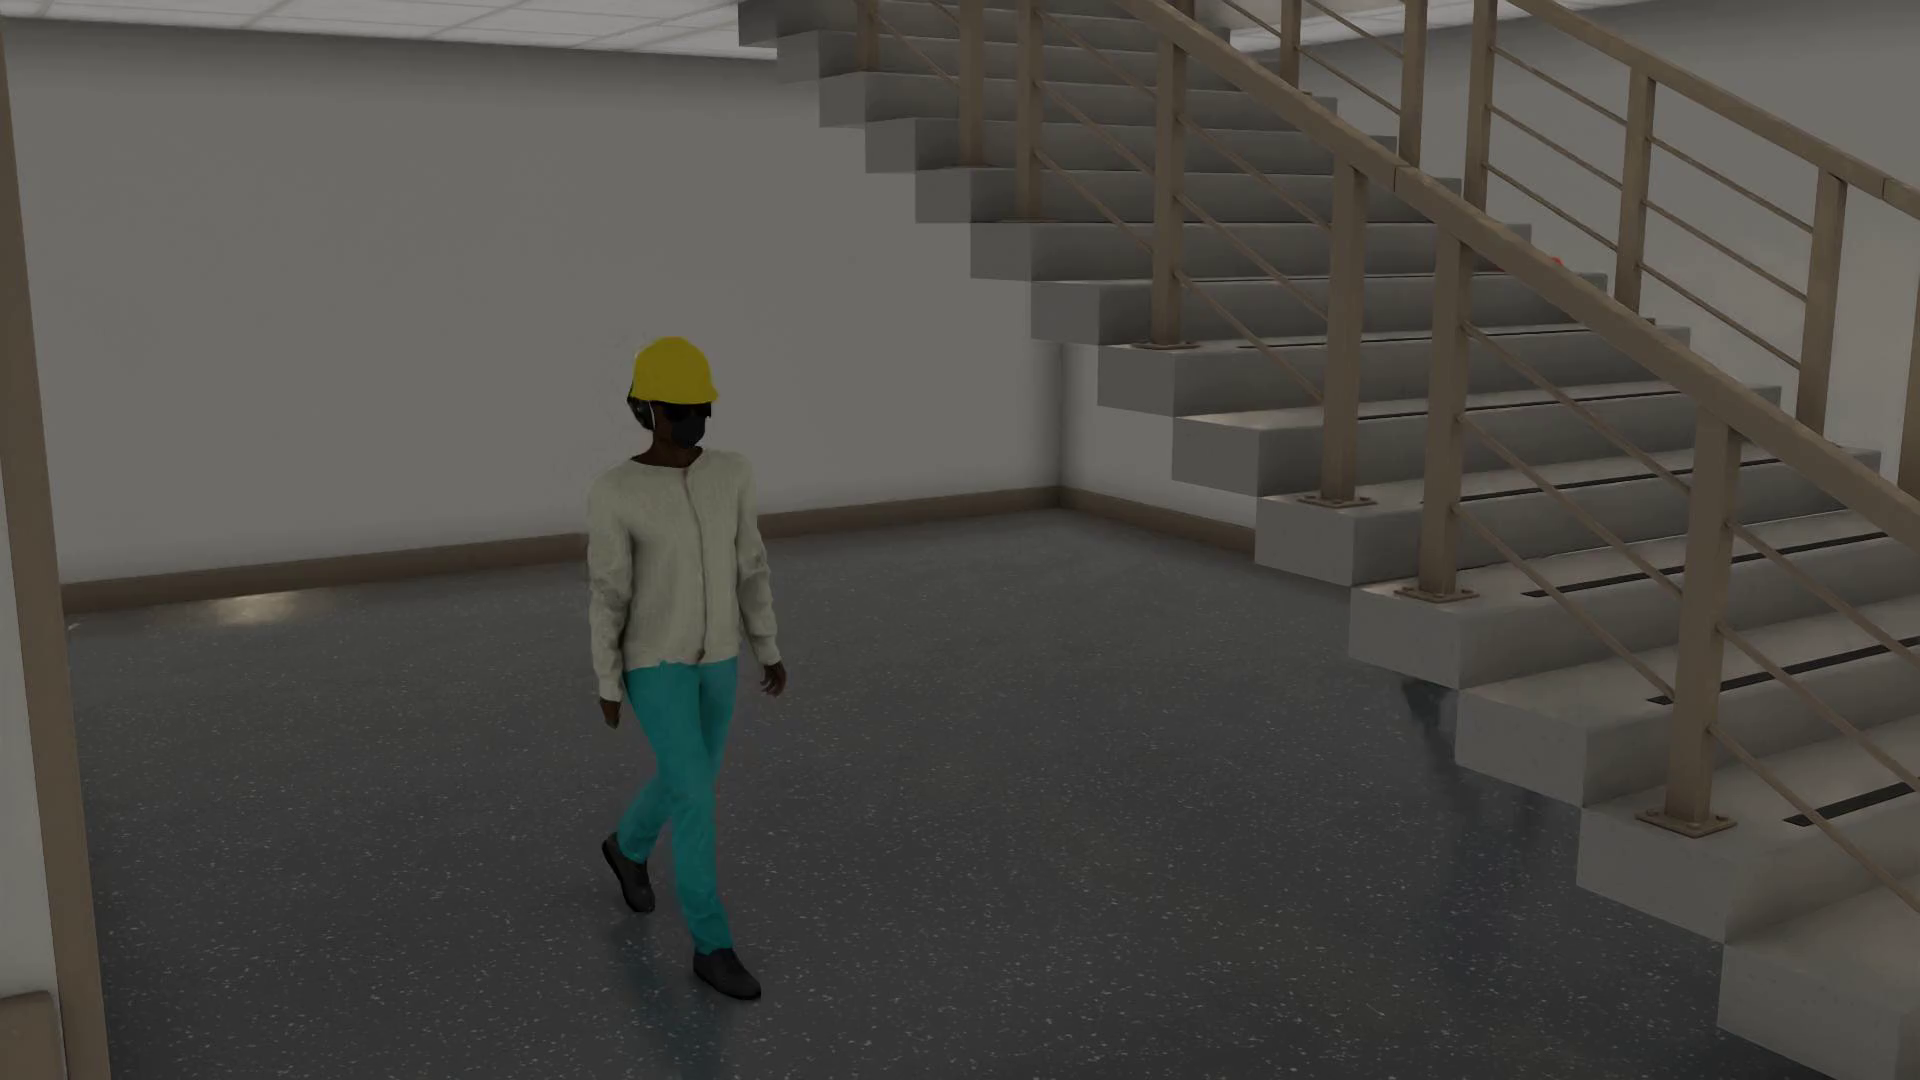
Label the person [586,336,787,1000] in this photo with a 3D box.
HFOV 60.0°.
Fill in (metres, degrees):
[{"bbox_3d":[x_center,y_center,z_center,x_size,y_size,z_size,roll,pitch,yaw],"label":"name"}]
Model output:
[{"bbox_3d":[-0.804,0.301,4.562,0.823,1.737,0.521,10,15,42],"label":"person"}]
